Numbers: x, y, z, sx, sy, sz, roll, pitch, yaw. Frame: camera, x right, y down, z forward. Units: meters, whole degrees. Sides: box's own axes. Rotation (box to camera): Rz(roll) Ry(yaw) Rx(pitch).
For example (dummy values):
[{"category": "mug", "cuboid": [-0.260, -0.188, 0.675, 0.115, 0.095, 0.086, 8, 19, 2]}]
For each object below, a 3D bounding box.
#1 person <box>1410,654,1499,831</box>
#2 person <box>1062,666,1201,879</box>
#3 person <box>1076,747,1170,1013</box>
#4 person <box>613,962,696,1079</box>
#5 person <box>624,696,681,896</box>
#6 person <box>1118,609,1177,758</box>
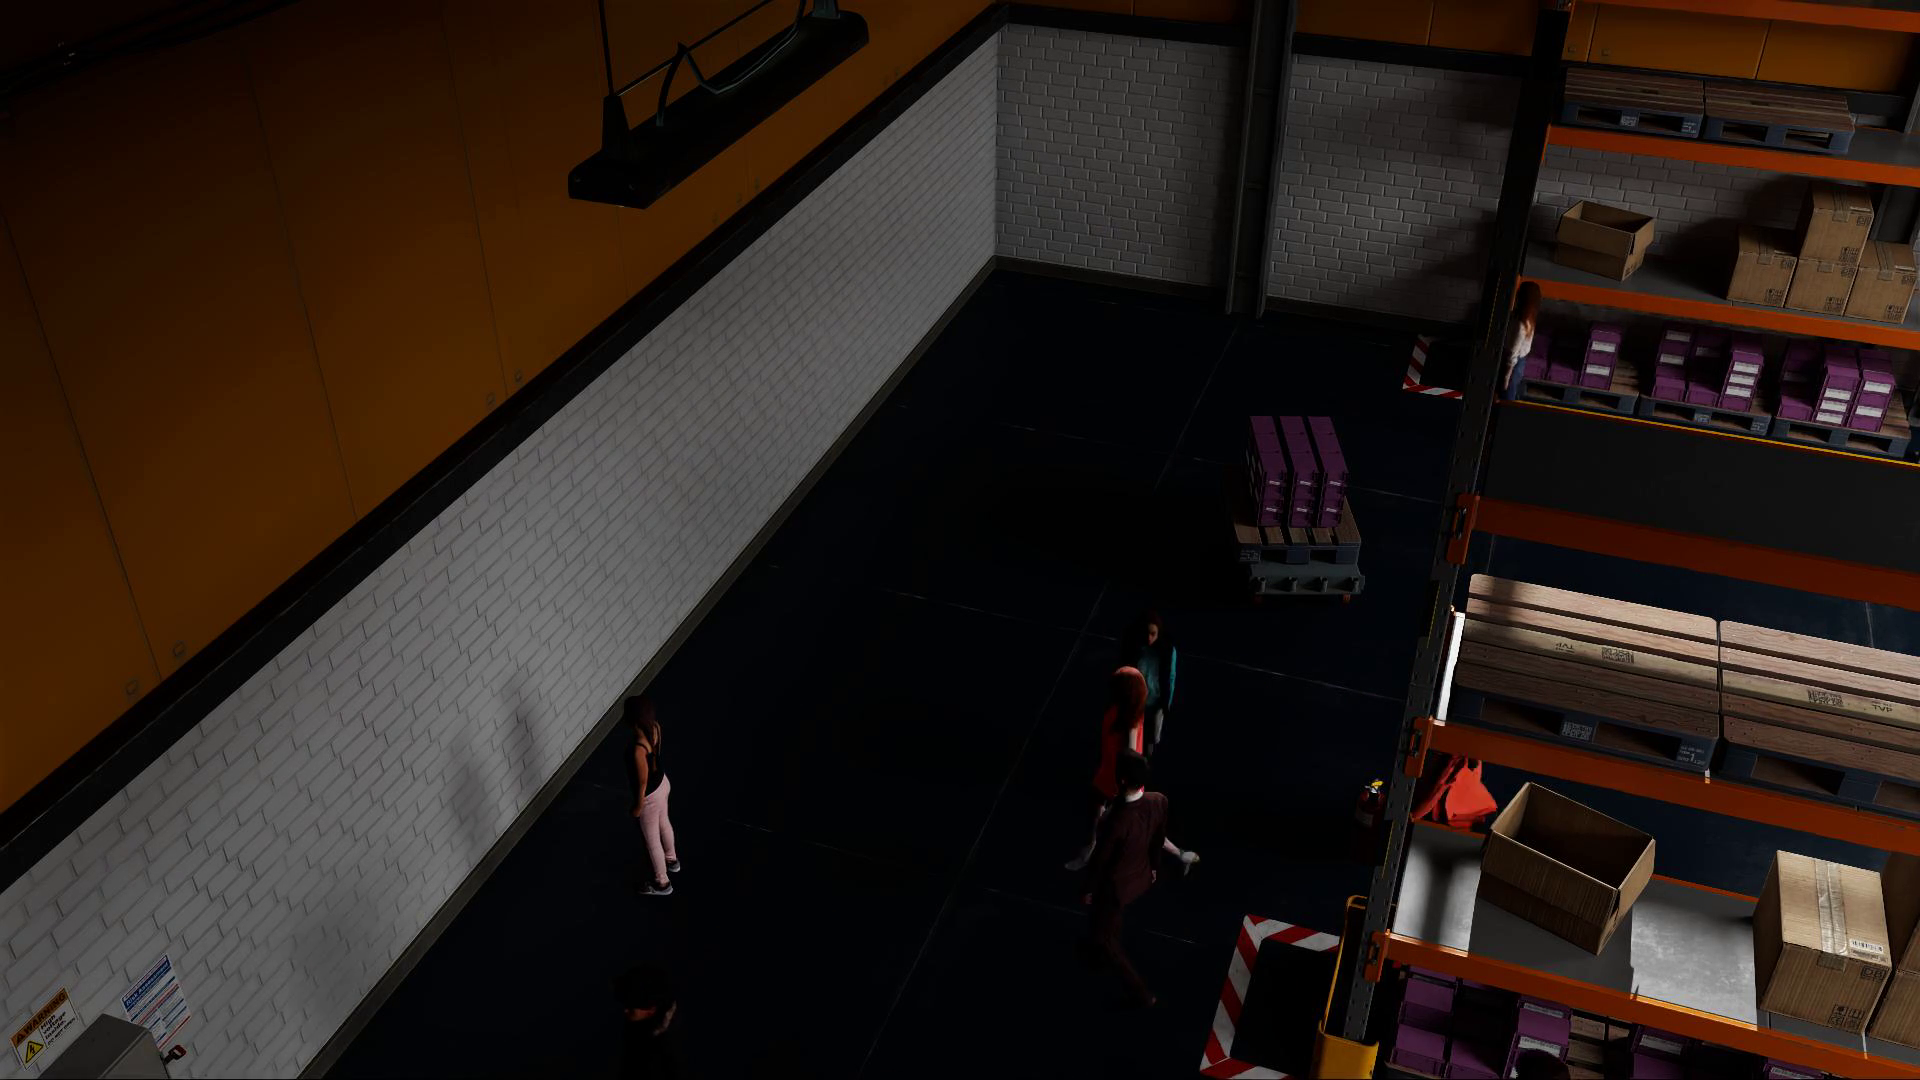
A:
[{"category": "person", "cuboid": [3.360, 1.311, 11.032, 1.343, 1.744, 1.188, -10, 35, -15]}, {"category": "person", "cuboid": [1.140, 1.544, 10.640, 1.194, 1.790, 0.827, 1, 34, 2]}, {"category": "person", "cuboid": [0.976, 2.034, 9.845, 0.977, 1.854, 1.144, -26, 42, -34]}, {"category": "person", "cuboid": [-1.486, 2.845, 8.706, 0.796, 1.763, 0.690, -26, 42, -33]}, {"category": "person", "cuboid": [-1.999, 1.625, 10.720, 0.543, 1.565, 0.555, 7, 34, 10]}, {"category": "person", "cuboid": [1.283, 1.061, 11.642, 0.757, 1.485, 0.754, 1, 34, 1]}]
